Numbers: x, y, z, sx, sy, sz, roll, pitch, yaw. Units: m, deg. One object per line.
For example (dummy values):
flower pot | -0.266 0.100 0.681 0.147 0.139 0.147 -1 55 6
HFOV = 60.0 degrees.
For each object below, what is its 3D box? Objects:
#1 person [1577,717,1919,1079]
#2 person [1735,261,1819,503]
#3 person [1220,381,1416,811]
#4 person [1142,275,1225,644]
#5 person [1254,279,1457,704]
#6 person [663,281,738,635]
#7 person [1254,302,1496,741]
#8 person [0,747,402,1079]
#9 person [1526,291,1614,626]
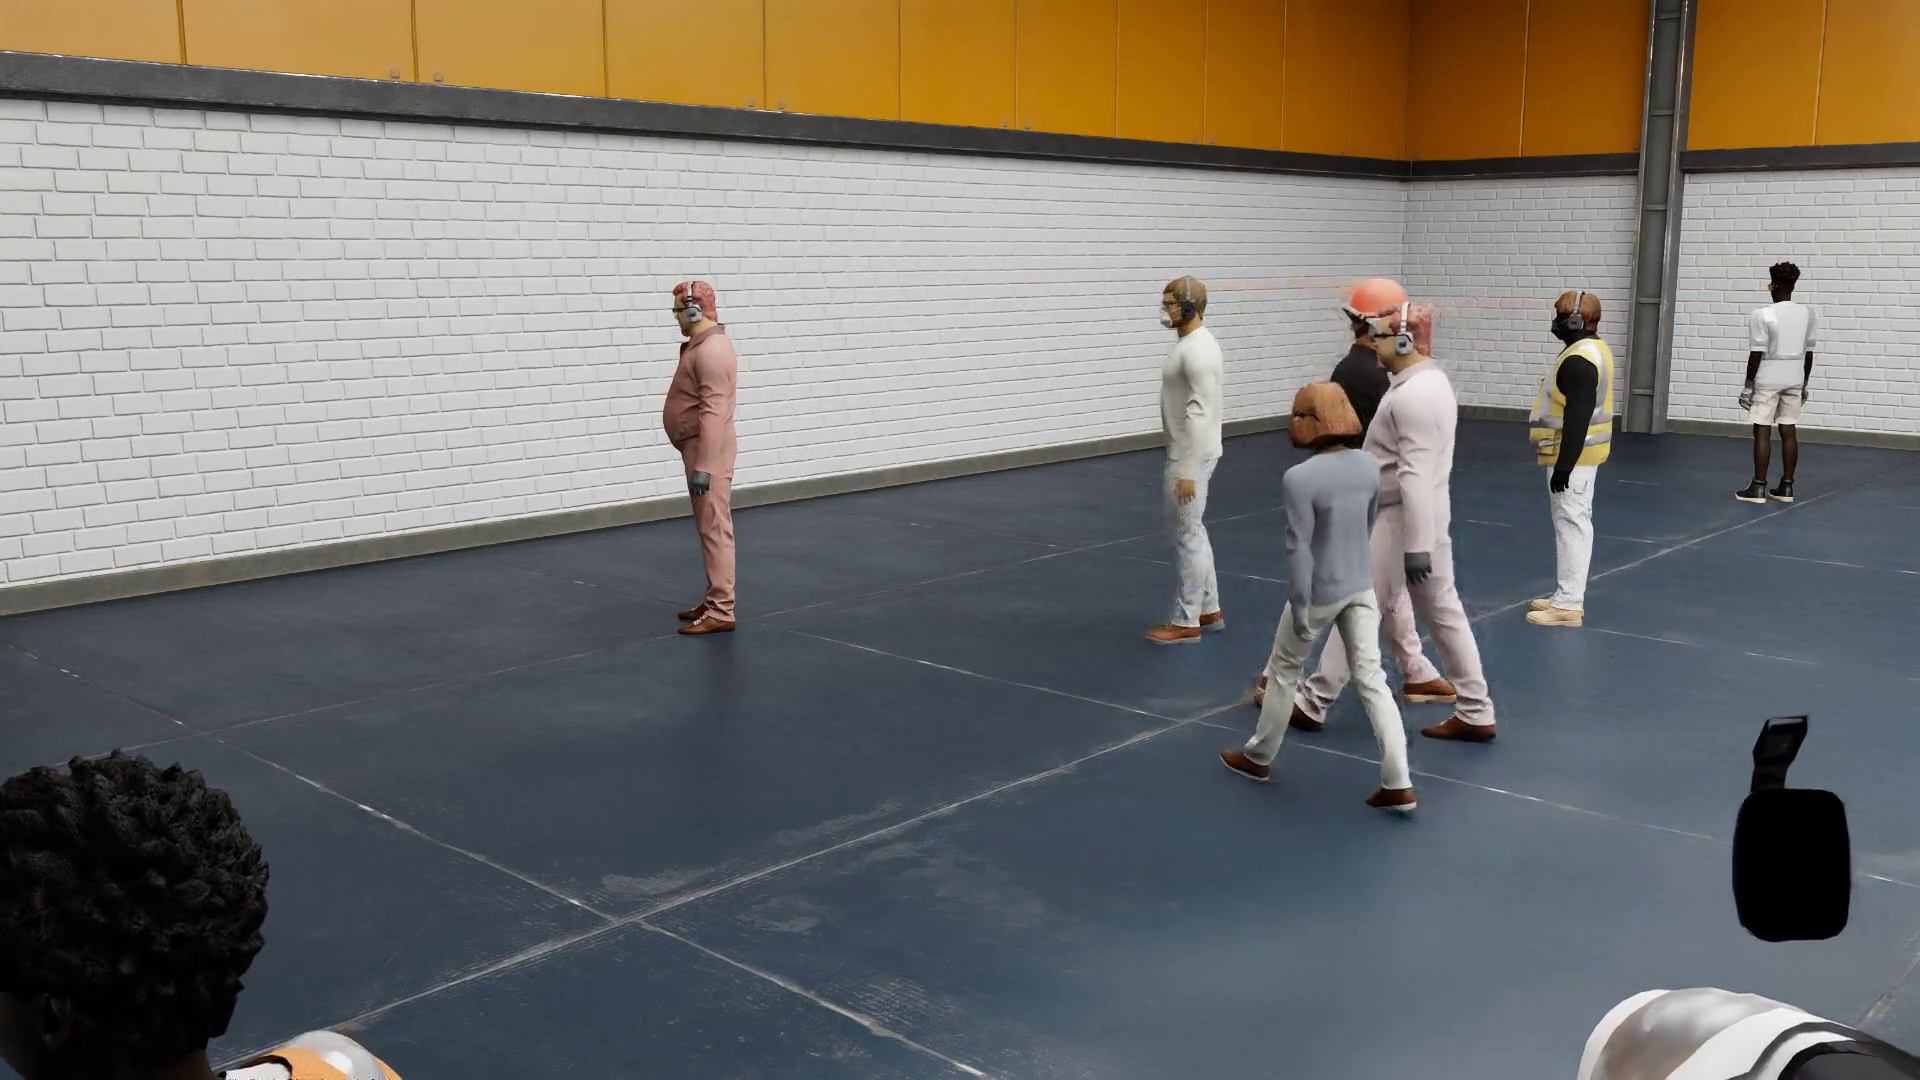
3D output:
person | 0.512 0.962 1.047 0.345 1.882 0.584 -2 10 -14
person | 6.666 -1.282 13.588 0.613 1.965 0.361 -2 10 -12
person | 1.392 0.203 6.233 0.513 1.589 0.867 -6 12 -30
person | 1.206 -0.407 8.756 0.491 1.947 0.644 0 10 3
person | 1.807 -0.184 7.430 0.996 1.947 0.622 1 10 6
person | -1.398 -0.443 9.007 0.406 1.902 0.636 -1 10 -7
person | 1.817 -0.067 6.997 1.014 1.850 0.667 4 11 24
person | -0.626 1.000 1.394 0.321 1.690 0.529 3 10 17
person | 3.359 -0.446 9.188 0.429 1.845 0.622 5 11 26
